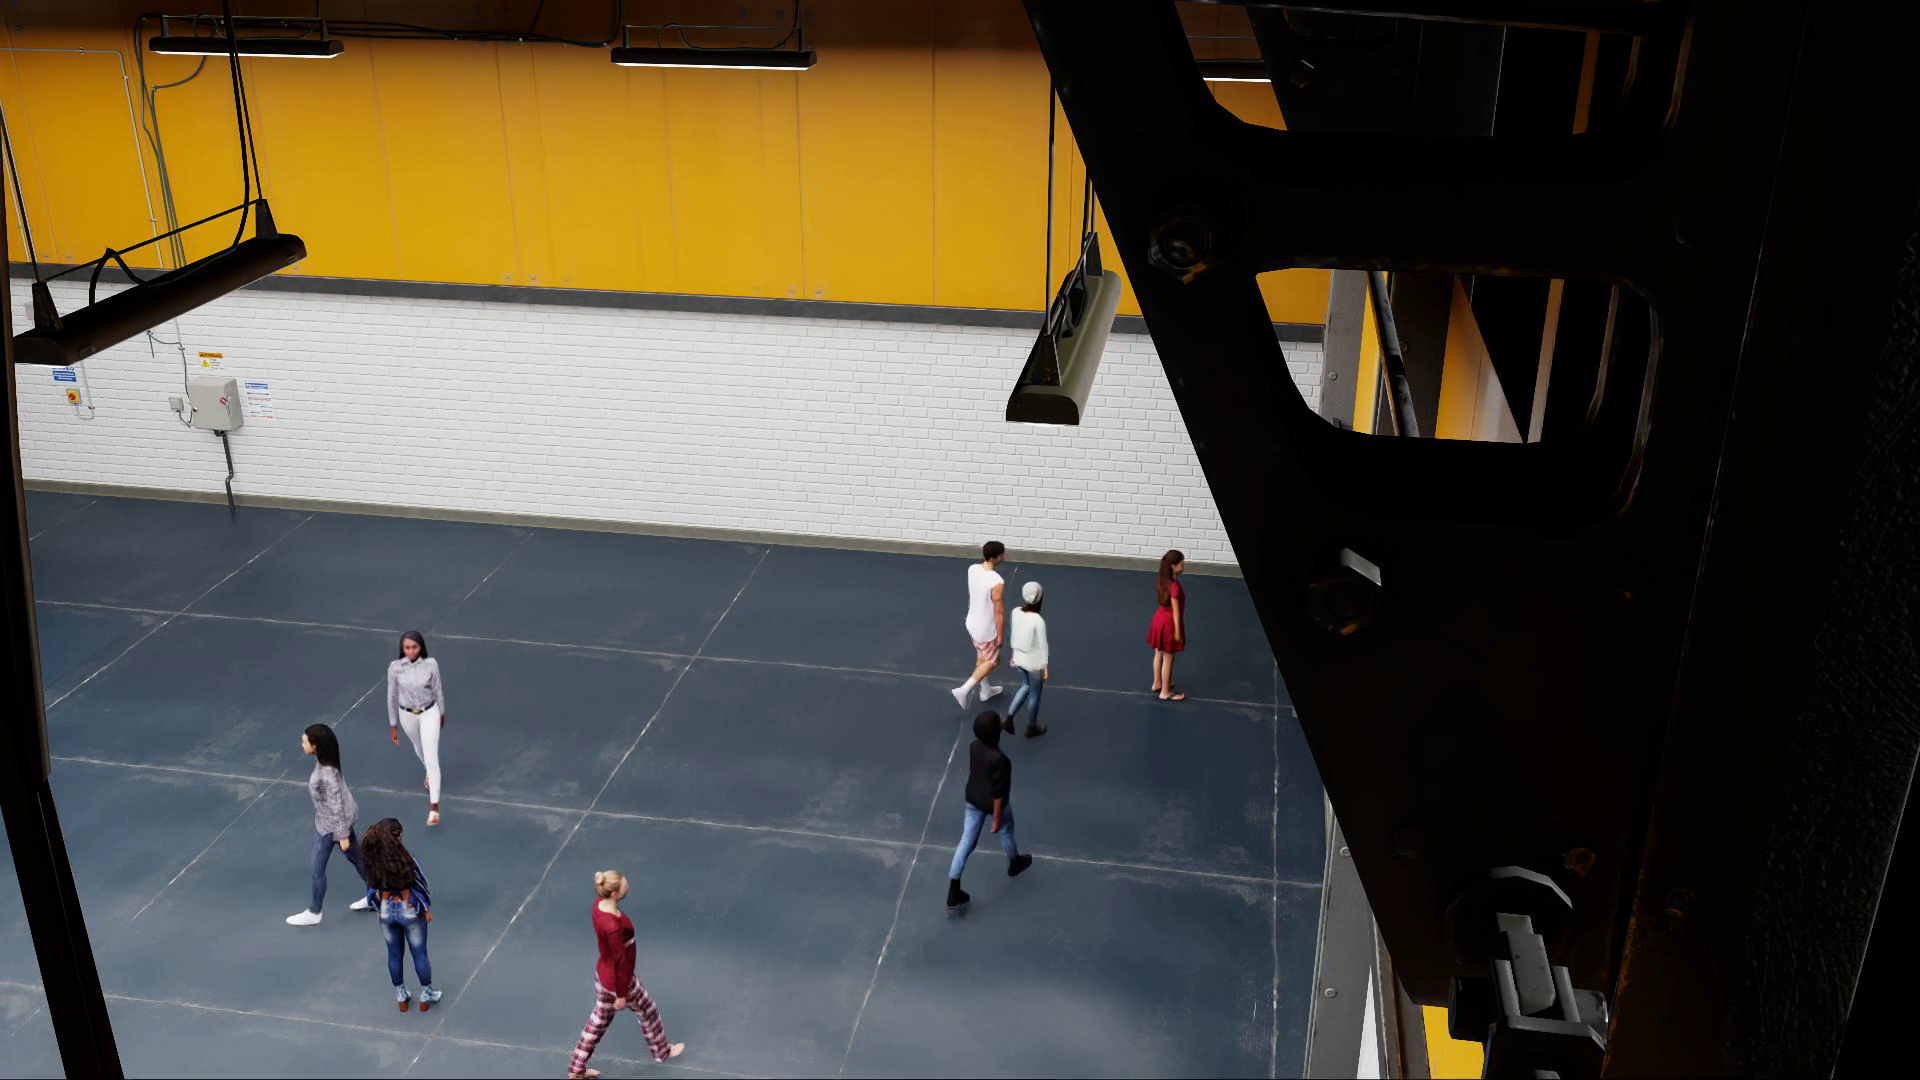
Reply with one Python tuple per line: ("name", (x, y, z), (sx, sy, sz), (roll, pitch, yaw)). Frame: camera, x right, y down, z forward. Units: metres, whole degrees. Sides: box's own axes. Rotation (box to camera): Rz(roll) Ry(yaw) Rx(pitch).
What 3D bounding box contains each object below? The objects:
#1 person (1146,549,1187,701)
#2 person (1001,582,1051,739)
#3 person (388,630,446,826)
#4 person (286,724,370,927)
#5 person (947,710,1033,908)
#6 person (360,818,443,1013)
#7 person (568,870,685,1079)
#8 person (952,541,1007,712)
("person", (2.049, 0.824, 16.401), (0.717, 1.552, 0.653), (-6, 24, -14))
("person", (0.589, 1.161, 15.525), (0.902, 1.636, 0.830), (-20, 30, -38))
("person", (-4.733, 1.554, 14.576), (0.848, 1.675, 1.267), (-3, 24, -7))
("person", (-4.800, 2.207, 13.049), (0.962, 1.702, 1.012), (-7, 25, -16))
("person", (0.152, 2.171, 13.198), (1.013, 1.649, 1.249), (20, 30, 38))
("person", (-4.037, 2.701, 12.028), (0.616, 1.615, 0.562), (2, 24, 5))
("person", (-2.414, 2.989, 11.319), (1.101, 1.654, 1.086), (-13, 27, -27))
("person", (0.179, 0.853, 16.076), (1.088, 1.758, 1.001), (-21, 31, -39))
